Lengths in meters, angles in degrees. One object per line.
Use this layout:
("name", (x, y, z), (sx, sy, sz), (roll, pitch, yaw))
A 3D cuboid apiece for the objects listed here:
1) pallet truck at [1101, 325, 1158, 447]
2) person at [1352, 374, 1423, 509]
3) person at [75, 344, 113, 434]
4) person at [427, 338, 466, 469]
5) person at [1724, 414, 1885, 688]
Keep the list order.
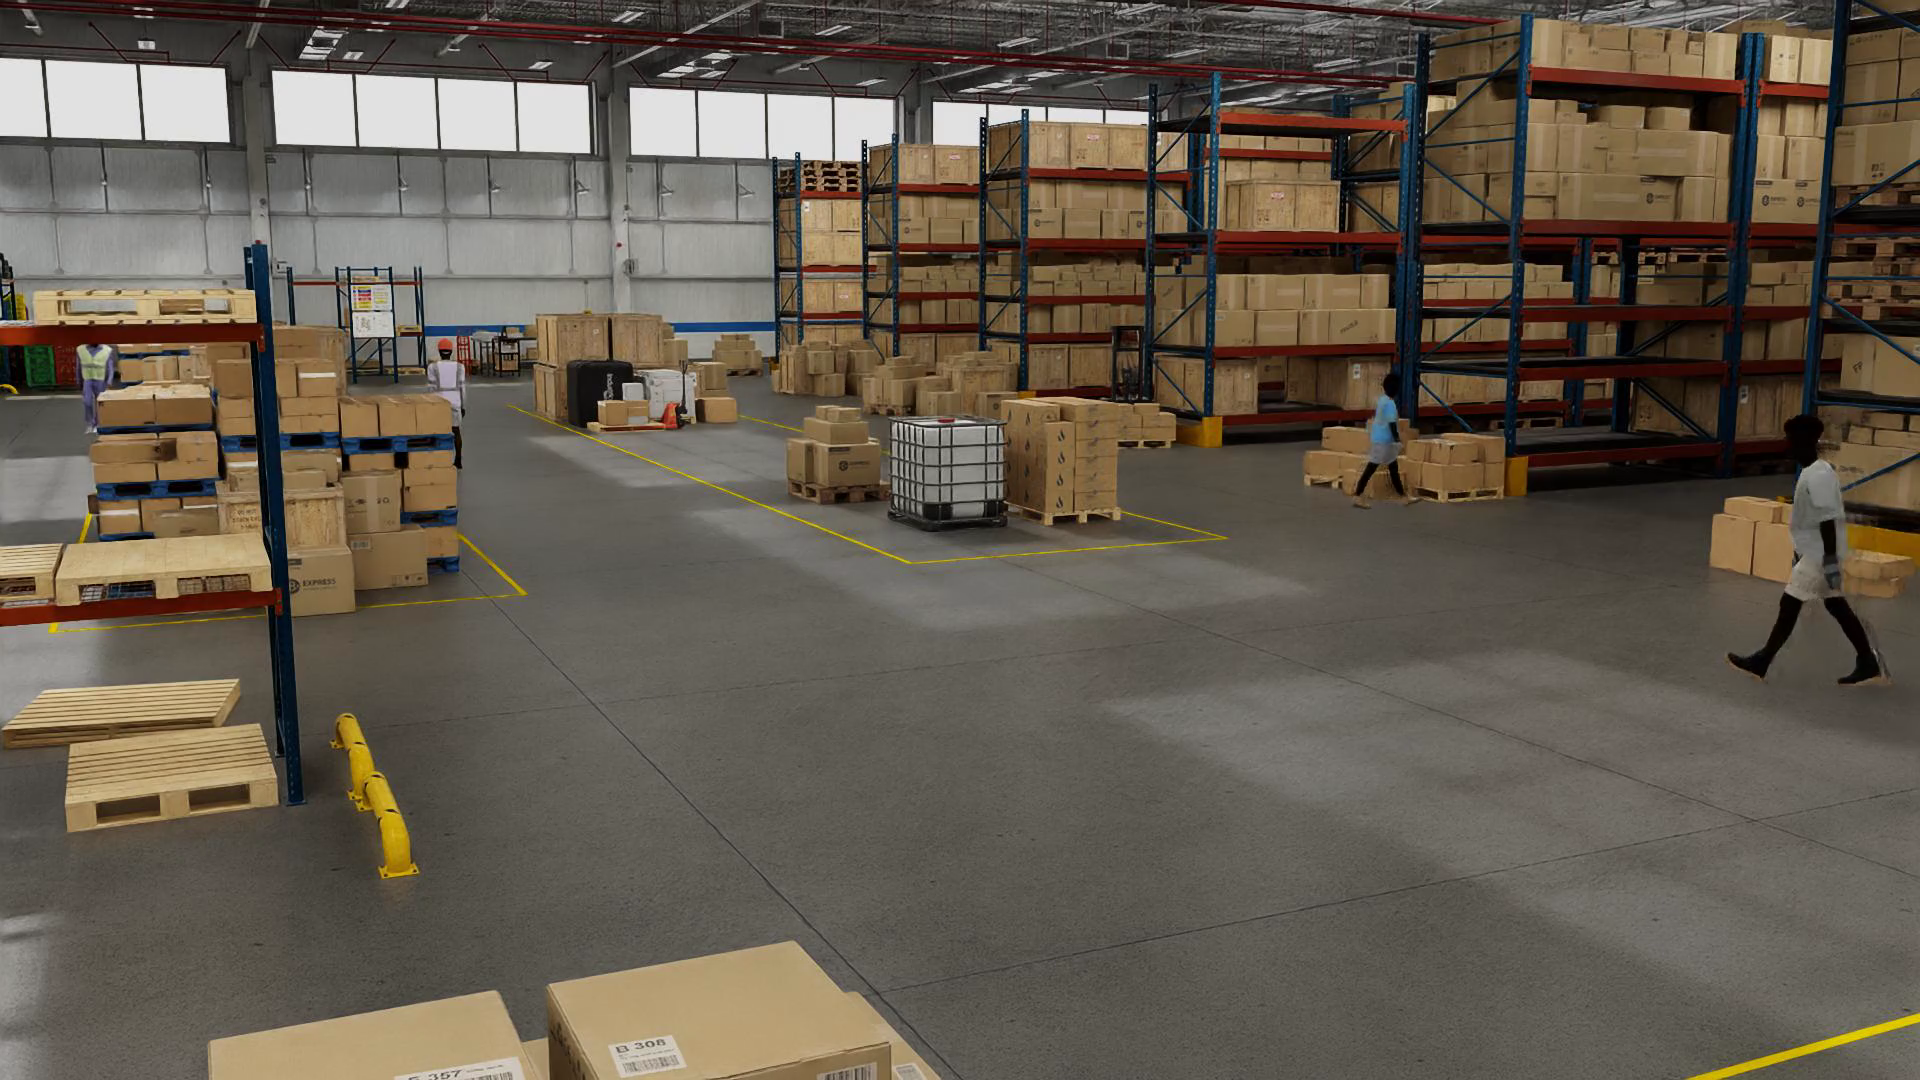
("pallet truck", (2.881, -2.596, 27.923), (0.823, 1.965, 1.885), (-1, 9, -7))
("person", (5.220, -1.197, 20.283), (0.883, 1.645, 0.544), (2, 9, 11))
("person", (-15.424, -2.813, 29.635), (0.613, 1.874, 0.914), (-4, 10, -25))
("person", (-7.529, -1.993, 24.418), (0.544, 1.932, 0.374), (-5, 10, -28))
("person", (5.963, 0.088, 11.563), (1.033, 1.900, 0.652), (5, 10, 27))
